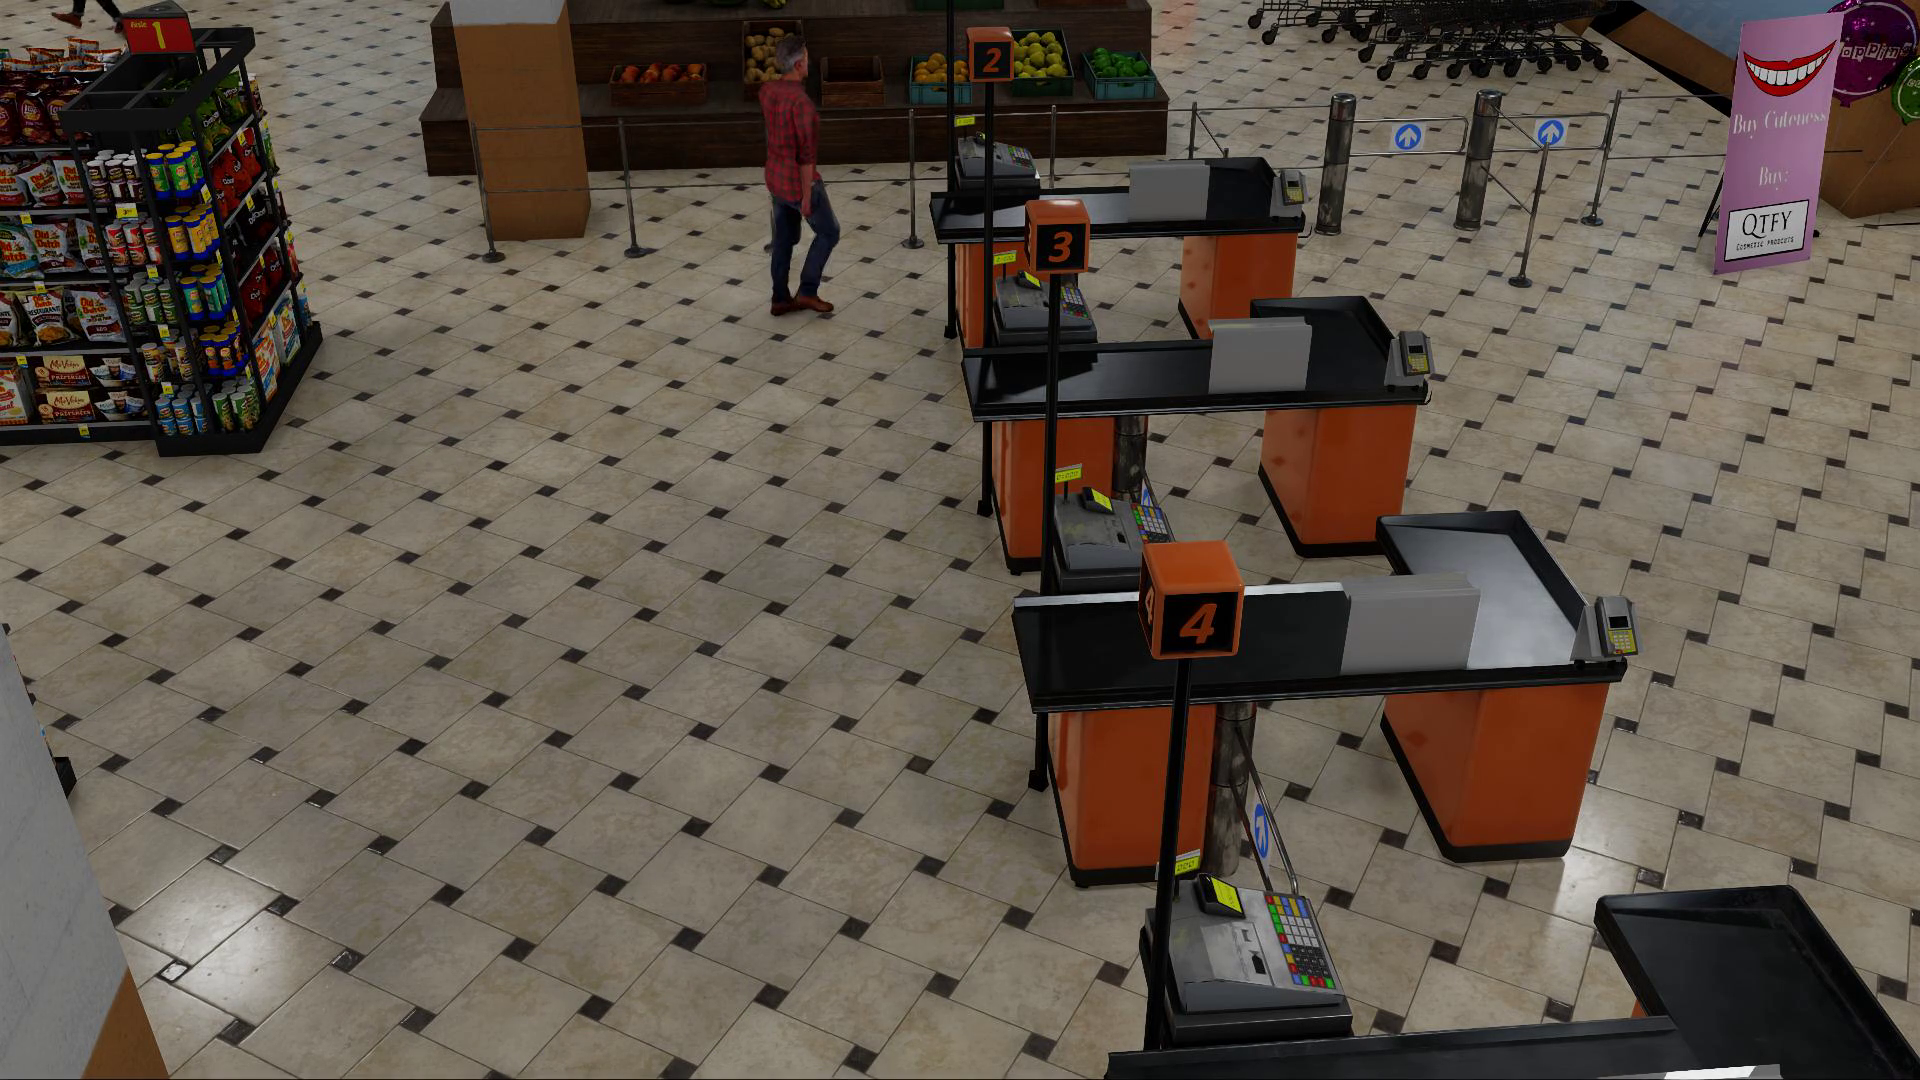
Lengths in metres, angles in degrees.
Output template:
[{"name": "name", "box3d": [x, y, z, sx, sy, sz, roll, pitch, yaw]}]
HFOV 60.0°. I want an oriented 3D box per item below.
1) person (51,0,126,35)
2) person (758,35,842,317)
[{"name": "person", "box3d": [-8.643, -5.858, 16.414, 1.269, 1.756, 1.045, 13, 34, 20]}, {"name": "person", "box3d": [-1.131, -2.206, 10.607, 0.868, 1.689, 0.833, -25, 40, -34]}]
